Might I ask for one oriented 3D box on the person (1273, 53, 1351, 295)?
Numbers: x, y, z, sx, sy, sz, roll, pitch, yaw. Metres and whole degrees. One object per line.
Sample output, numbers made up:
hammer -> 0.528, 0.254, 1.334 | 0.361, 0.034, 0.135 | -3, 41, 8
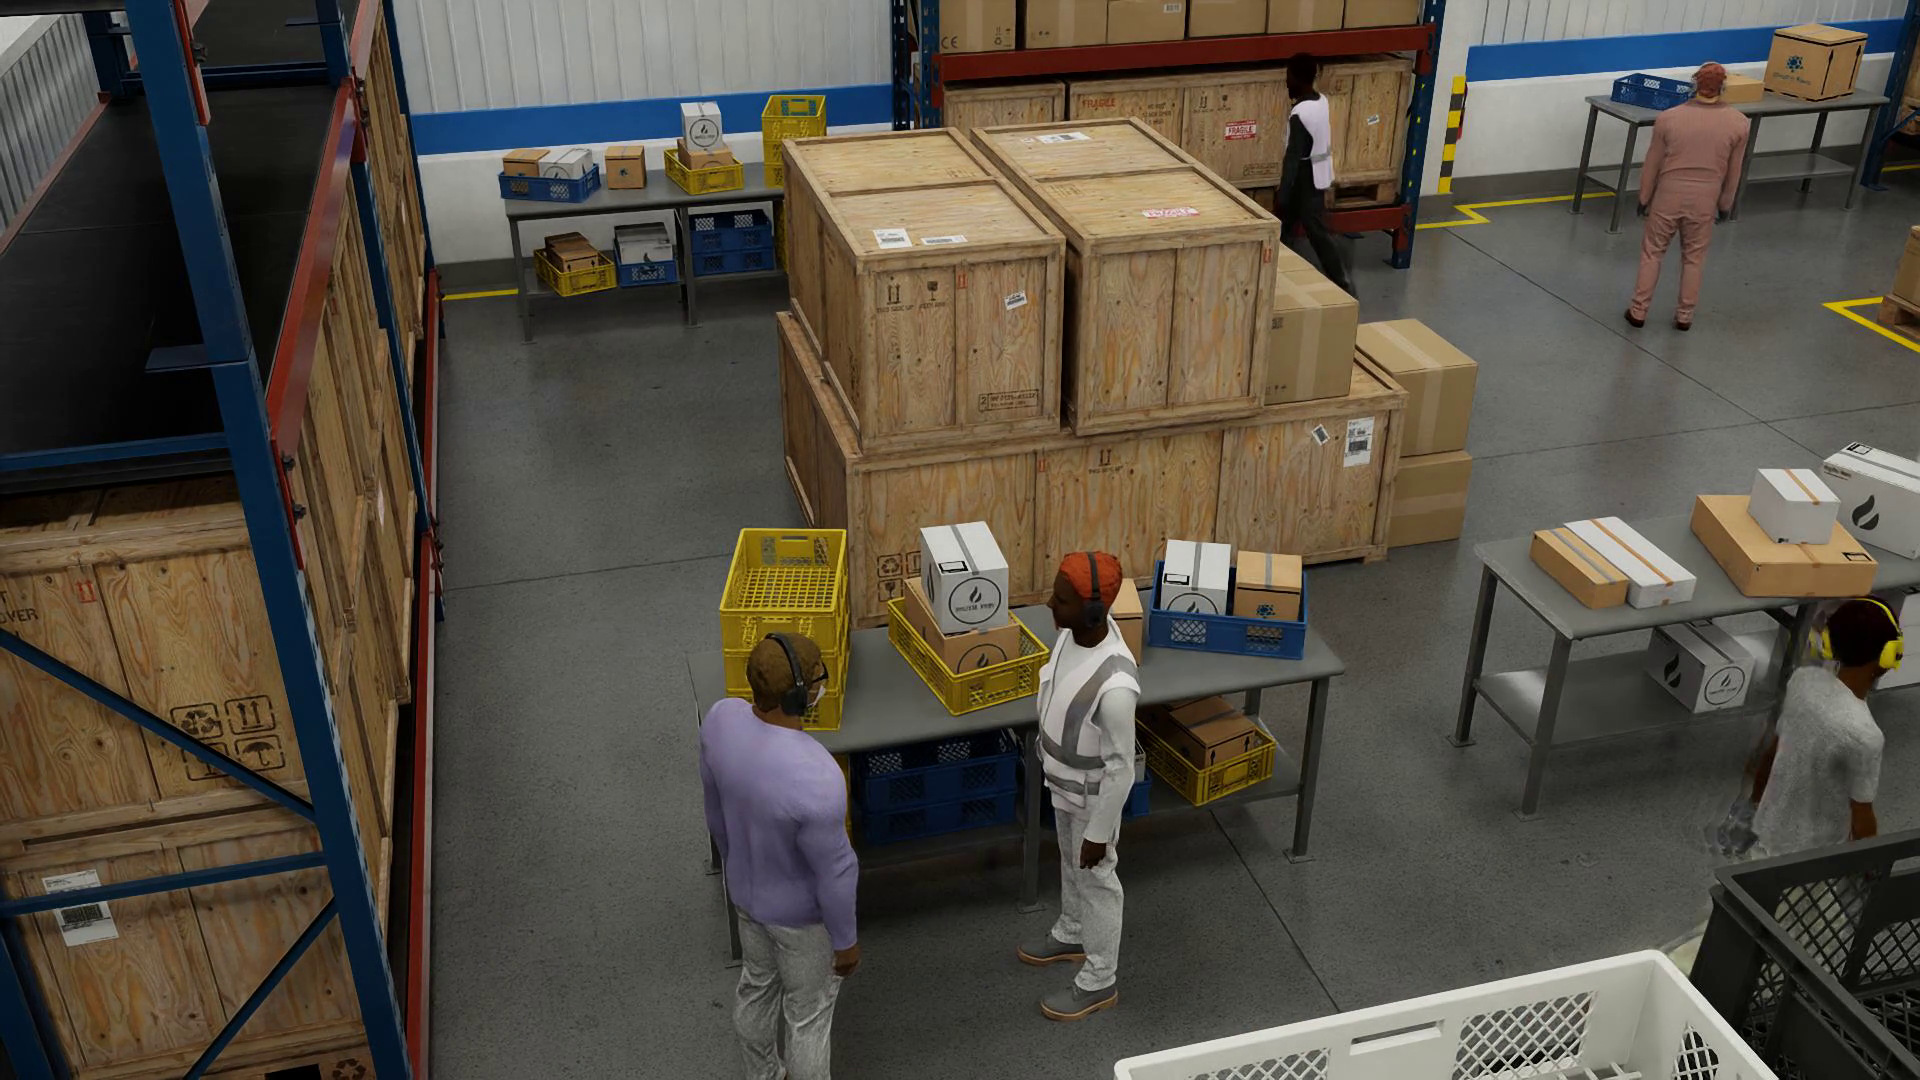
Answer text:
person -> 2.501, -2.602, 12.187 | 0.996, 1.860, 0.616 | 10, 30, 17

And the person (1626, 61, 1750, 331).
person -> 5.160, -2.433, 11.835 | 0.655, 1.900, 0.396 | 7, 30, 12

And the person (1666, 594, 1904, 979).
person -> 2.811, 1.028, 5.649 | 0.990, 1.806, 0.555 | 5, 29, 10

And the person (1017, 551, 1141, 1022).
person -> 0.430, 0.866, 5.857 | 0.353, 1.883, 0.573 | -6, 29, -11

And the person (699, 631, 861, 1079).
person -> -0.549, 1.136, 5.311 | 0.355, 1.937, 0.635 | -25, 38, -38
